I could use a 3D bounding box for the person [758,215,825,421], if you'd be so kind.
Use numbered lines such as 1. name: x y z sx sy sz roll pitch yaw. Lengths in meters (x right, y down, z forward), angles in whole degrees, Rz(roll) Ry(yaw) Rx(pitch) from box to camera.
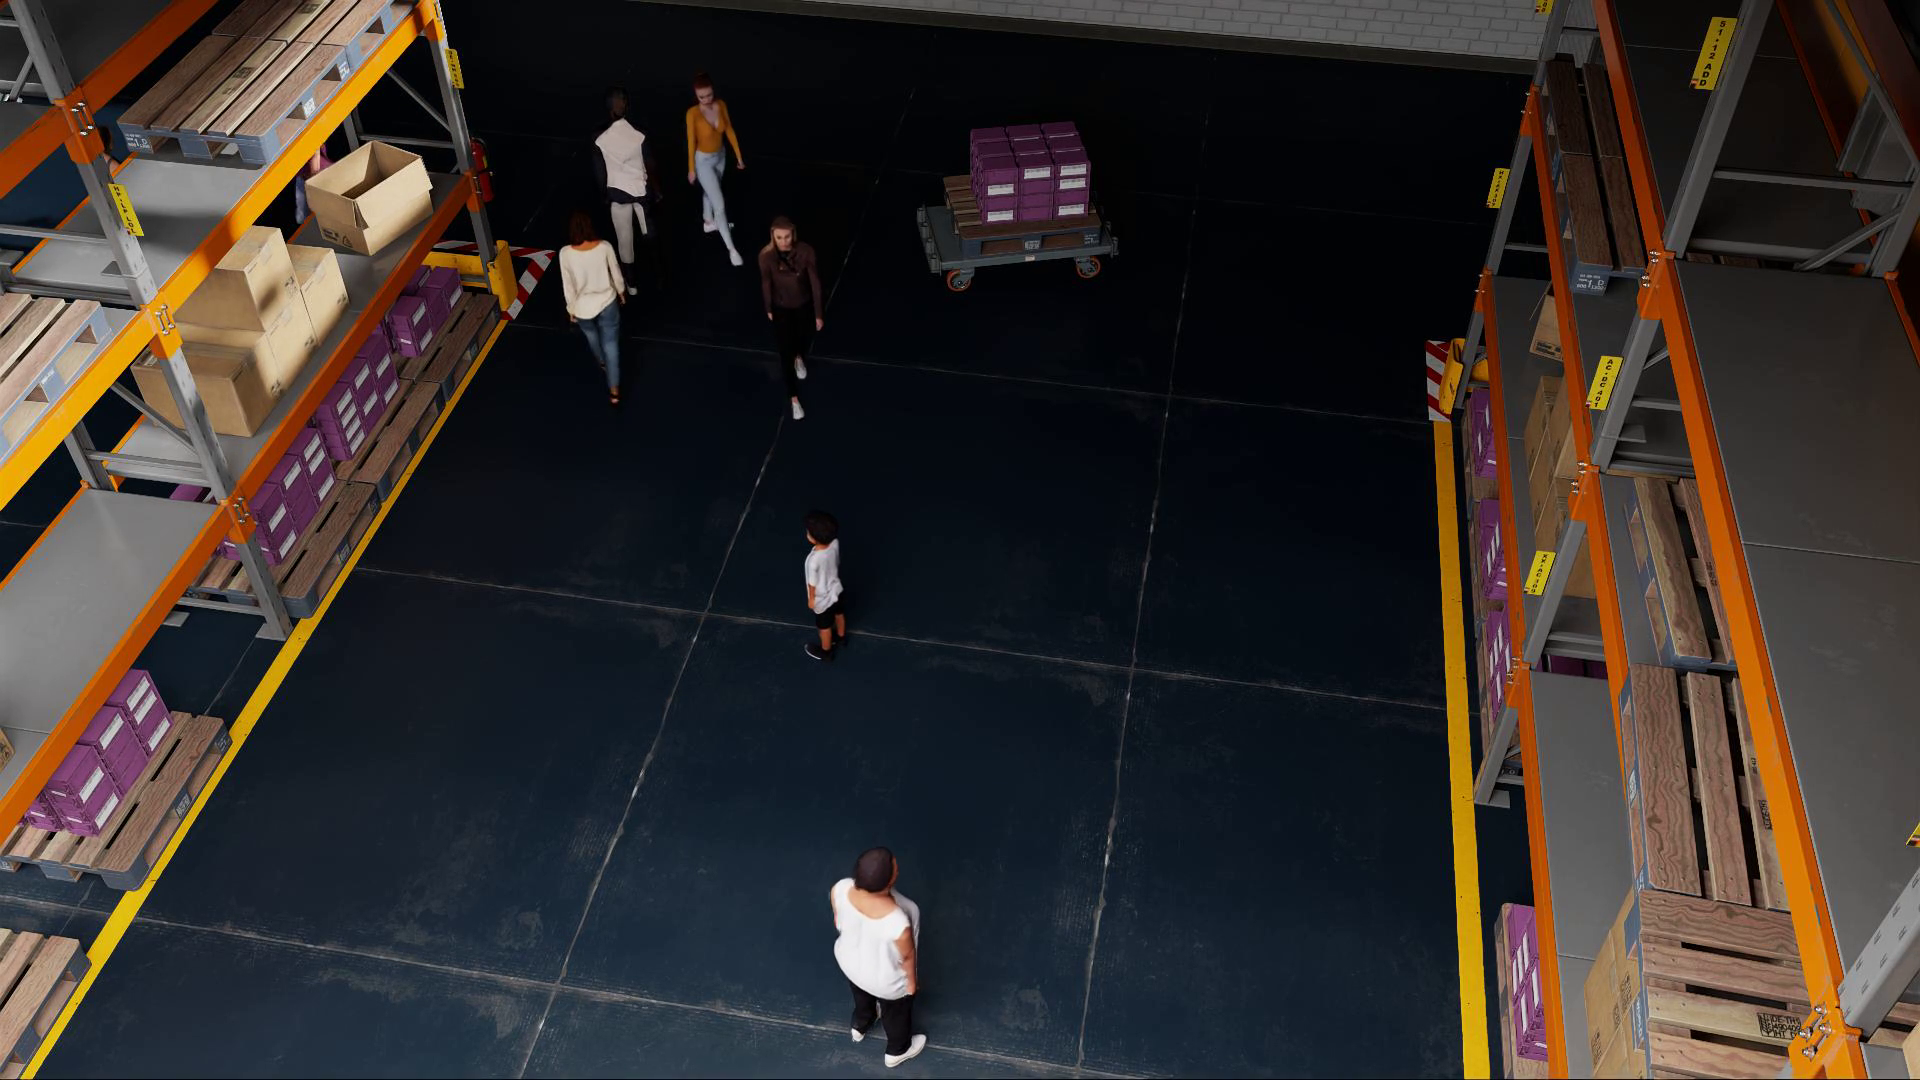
1. person: -1.299 -1.840 12.932 0.911 1.641 1.211 -9 44 -10

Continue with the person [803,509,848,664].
1. person: -0.881 0.305 10.958 0.600 1.257 0.507 21 47 20

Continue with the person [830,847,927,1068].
1. person: -0.421 2.167 8.693 0.757 1.686 0.771 30 51 28

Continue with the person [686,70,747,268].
1. person: -2.198 -3.278 14.387 1.092 1.715 1.132 26 49 25

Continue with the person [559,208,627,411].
1. person: -2.804 -1.747 12.834 0.911 1.640 1.157 -8 44 -8

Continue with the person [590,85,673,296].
1. person: -2.747 -2.899 13.860 0.746 1.893 0.704 -6 44 -6
